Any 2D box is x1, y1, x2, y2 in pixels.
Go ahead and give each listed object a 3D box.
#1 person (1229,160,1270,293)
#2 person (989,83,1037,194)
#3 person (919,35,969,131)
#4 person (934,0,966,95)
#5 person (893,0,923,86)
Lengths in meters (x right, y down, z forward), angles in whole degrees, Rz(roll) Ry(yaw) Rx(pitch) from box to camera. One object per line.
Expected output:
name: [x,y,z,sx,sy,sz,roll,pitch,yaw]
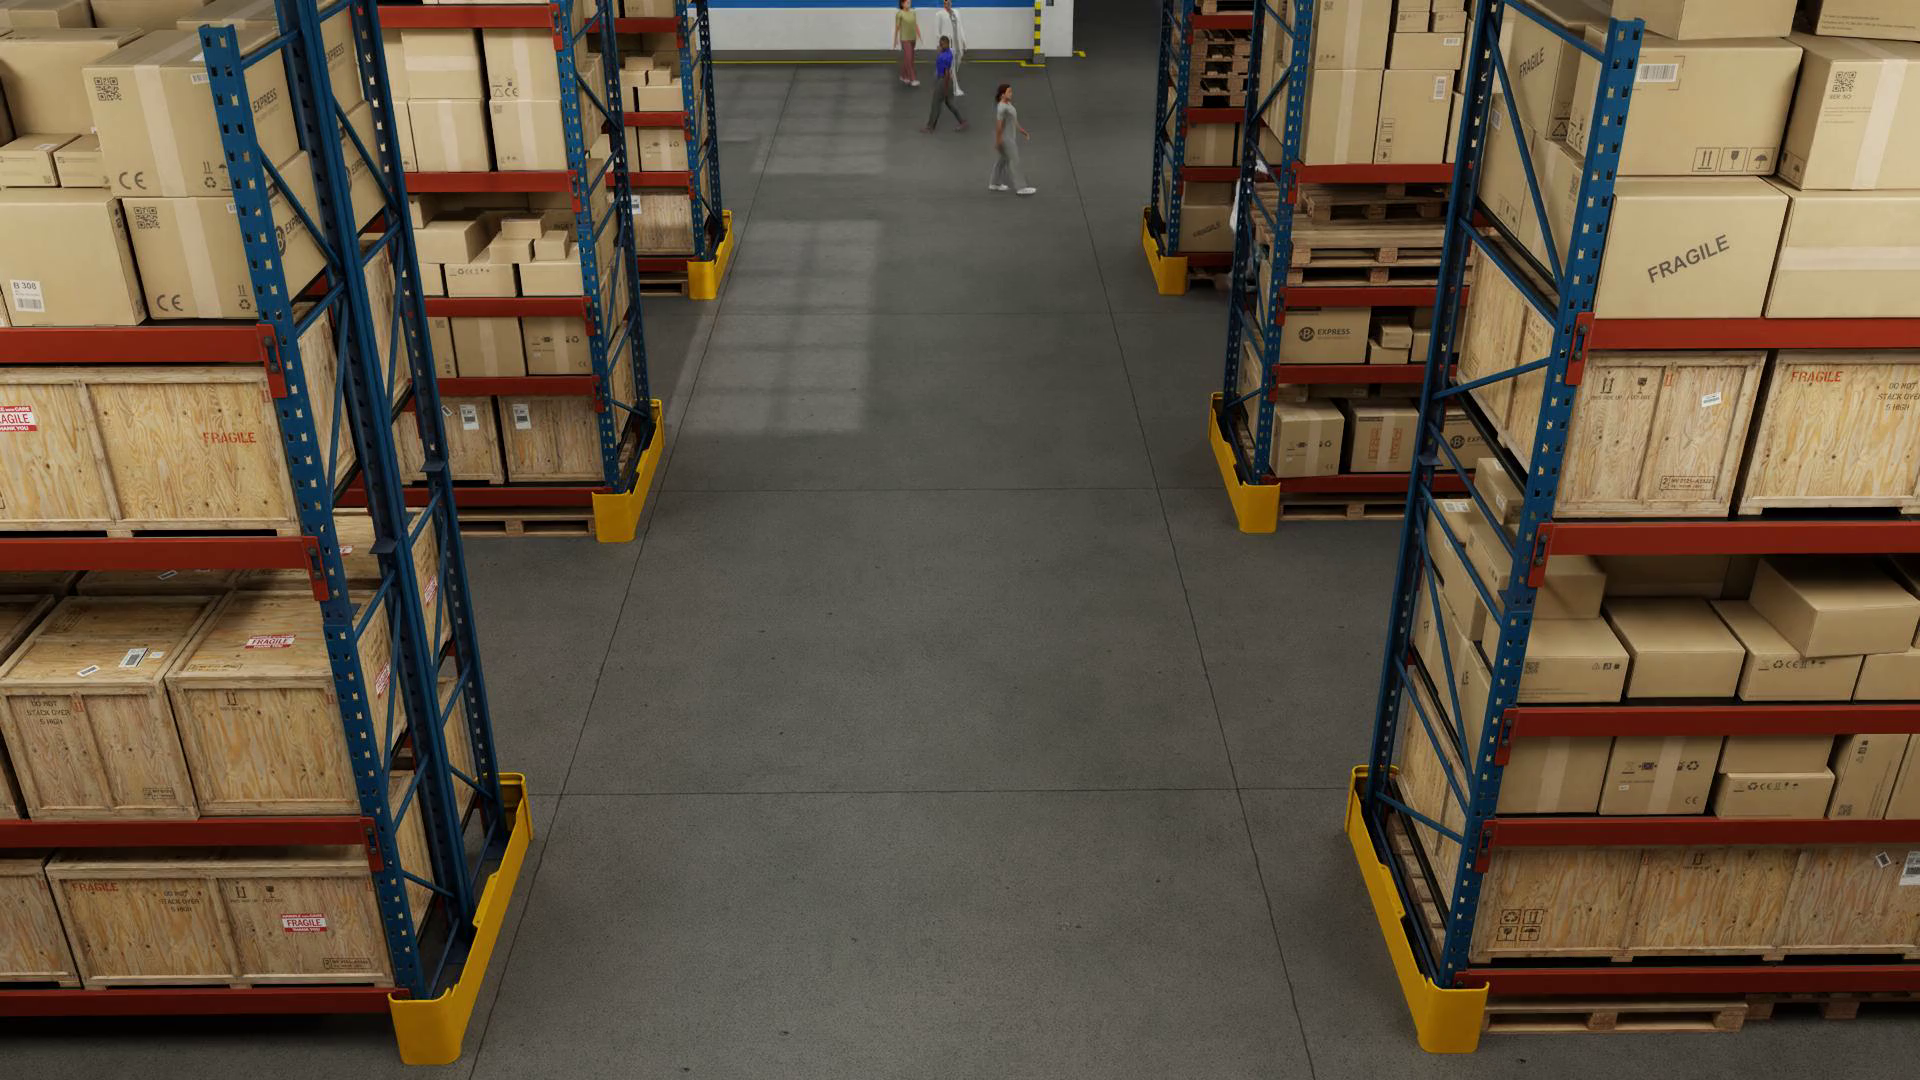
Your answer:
person: [3.740,-3.990,21.311,0.552,1.755,0.586,-5,29,-9]
person: [0.822,-6.129,25.371,0.772,1.652,0.458,5,29,8]
person: [-0.277,-7.885,28.683,0.867,1.628,0.474,5,29,8]
person: [-0.166,-9.325,31.241,0.603,1.763,0.920,-24,36,-37]
person: [-0.924,-9.505,31.664,0.478,1.645,0.823,-22,35,-35]
